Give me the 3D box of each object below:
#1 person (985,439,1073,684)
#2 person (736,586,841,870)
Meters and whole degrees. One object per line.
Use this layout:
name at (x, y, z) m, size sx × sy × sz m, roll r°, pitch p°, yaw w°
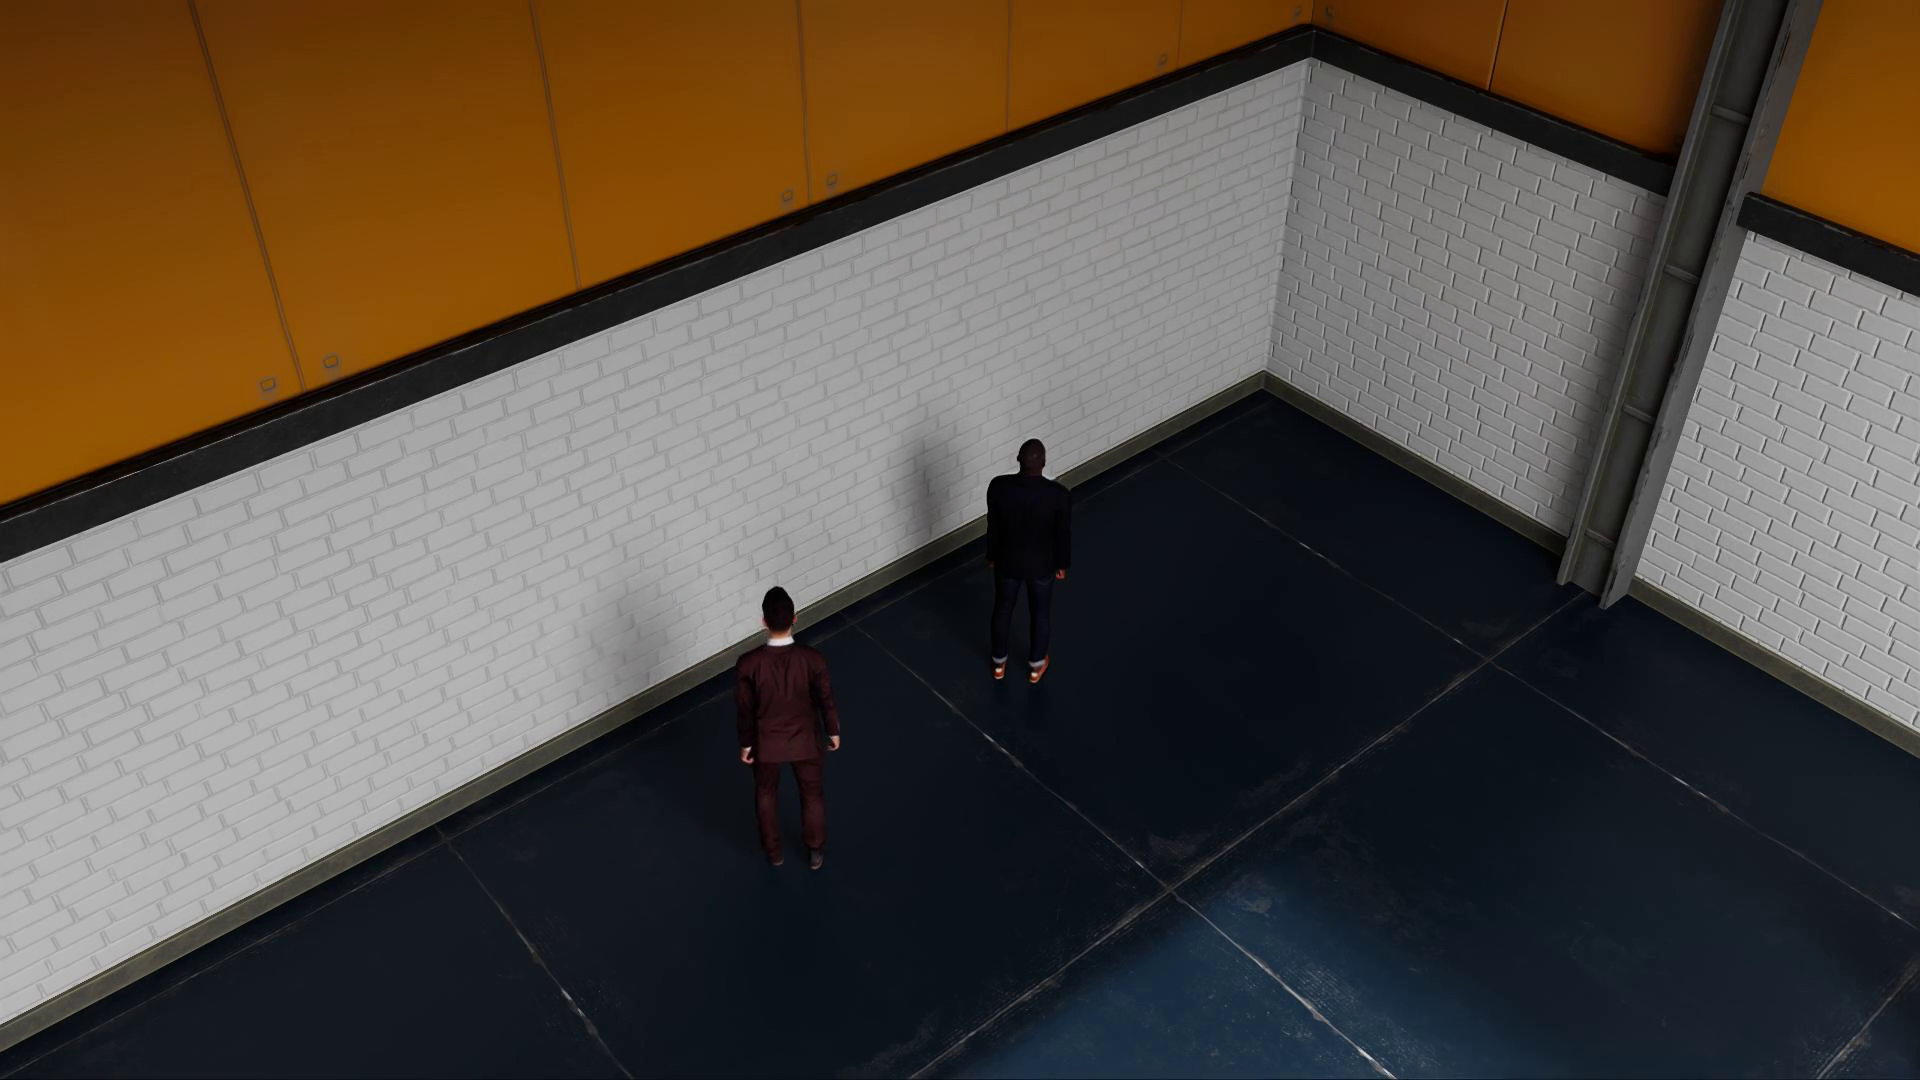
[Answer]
person at (0.402, 0.138, 10.369) m, size 0.759 × 1.818 × 0.845 m, roll 7°, pitch 39°, yaw 9°
person at (-0.962, 1.087, 9.158) m, size 0.832 × 1.848 × 0.858 m, roll -2°, pitch 39°, yaw -3°
